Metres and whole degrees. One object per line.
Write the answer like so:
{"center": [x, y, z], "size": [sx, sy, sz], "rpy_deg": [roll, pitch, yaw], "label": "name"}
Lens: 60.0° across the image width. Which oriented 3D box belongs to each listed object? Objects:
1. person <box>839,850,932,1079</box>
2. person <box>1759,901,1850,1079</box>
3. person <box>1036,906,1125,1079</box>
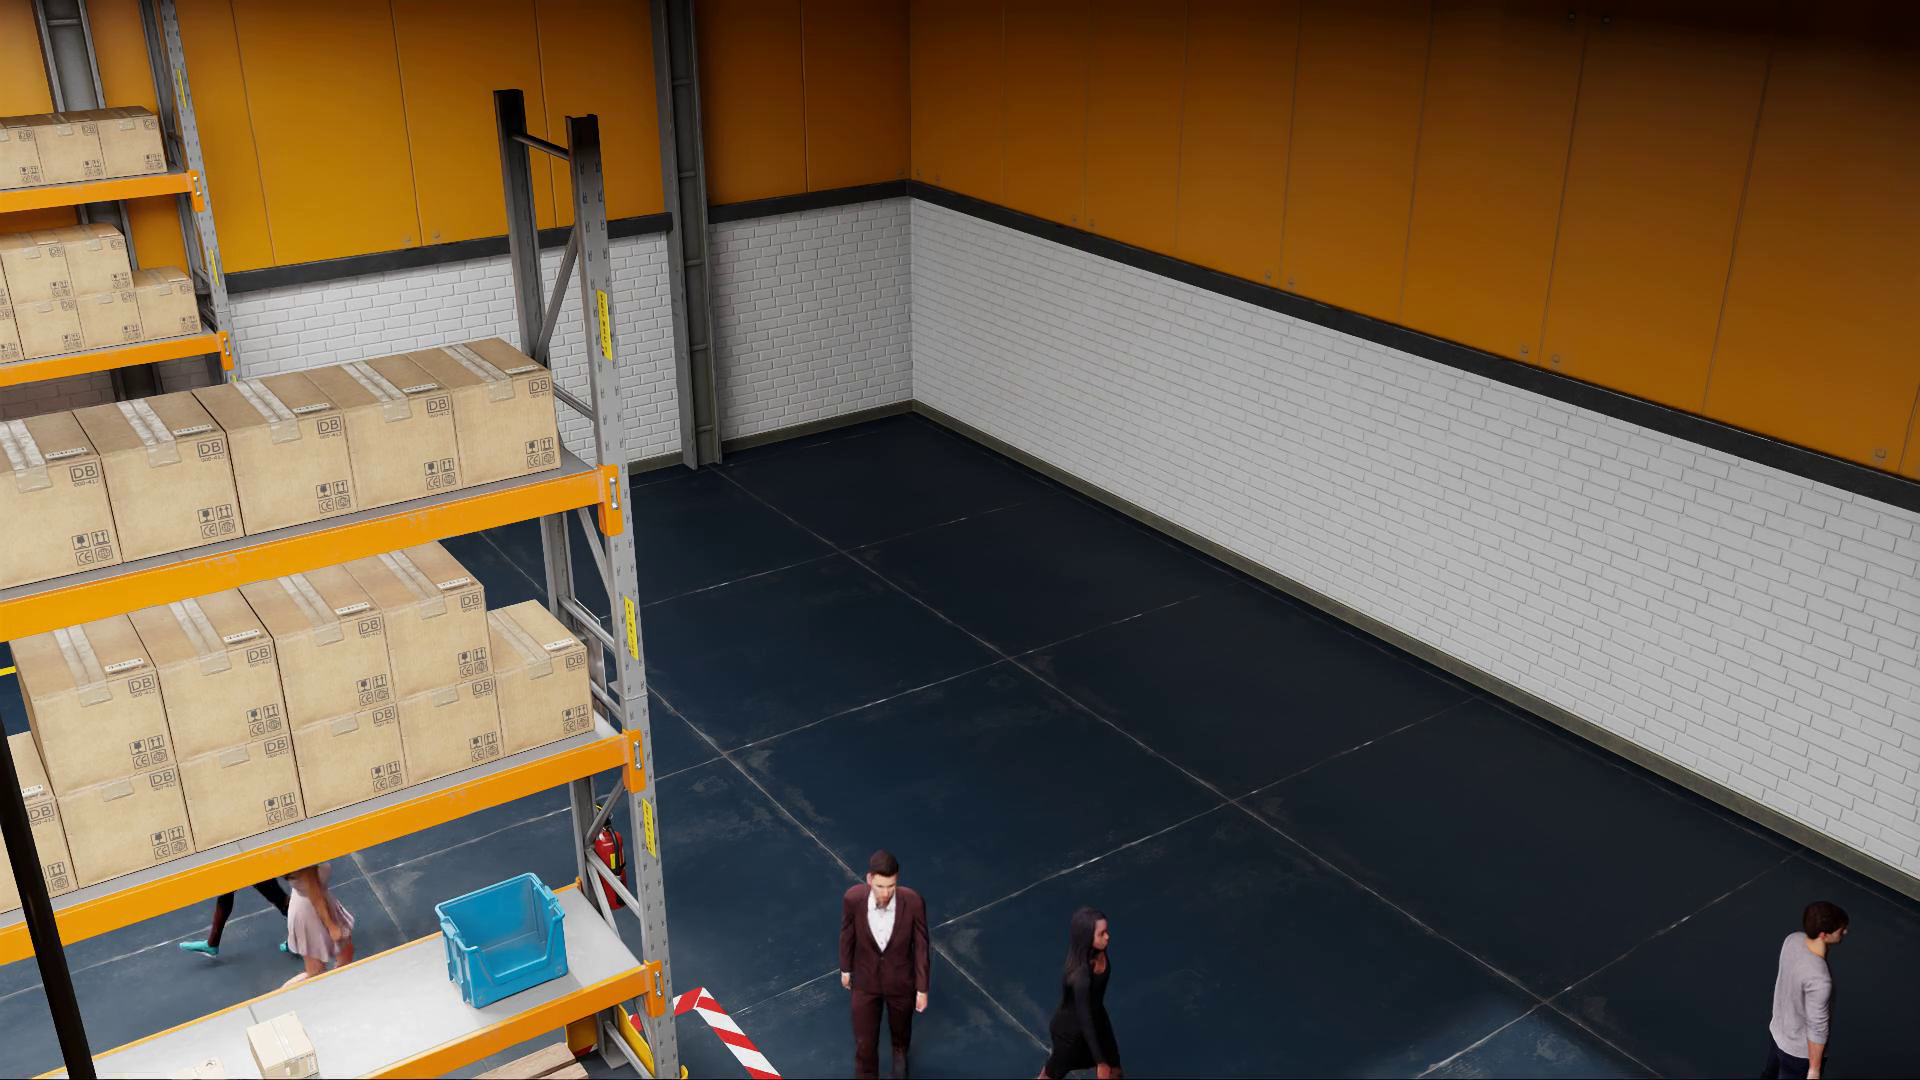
{"center": [-0.435, 2.589, 9.932], "size": [1.233, 1.809, 1.210], "rpy_deg": [1, 24, 2], "label": "person"}
{"center": [4.708, 2.815, 9.373], "size": [0.777, 1.844, 0.730], "rpy_deg": [3, 24, 7], "label": "person"}
{"center": [0.601, 2.824, 9.565], "size": [1.131, 1.673, 1.180], "rpy_deg": [8, 25, 18], "label": "person"}
